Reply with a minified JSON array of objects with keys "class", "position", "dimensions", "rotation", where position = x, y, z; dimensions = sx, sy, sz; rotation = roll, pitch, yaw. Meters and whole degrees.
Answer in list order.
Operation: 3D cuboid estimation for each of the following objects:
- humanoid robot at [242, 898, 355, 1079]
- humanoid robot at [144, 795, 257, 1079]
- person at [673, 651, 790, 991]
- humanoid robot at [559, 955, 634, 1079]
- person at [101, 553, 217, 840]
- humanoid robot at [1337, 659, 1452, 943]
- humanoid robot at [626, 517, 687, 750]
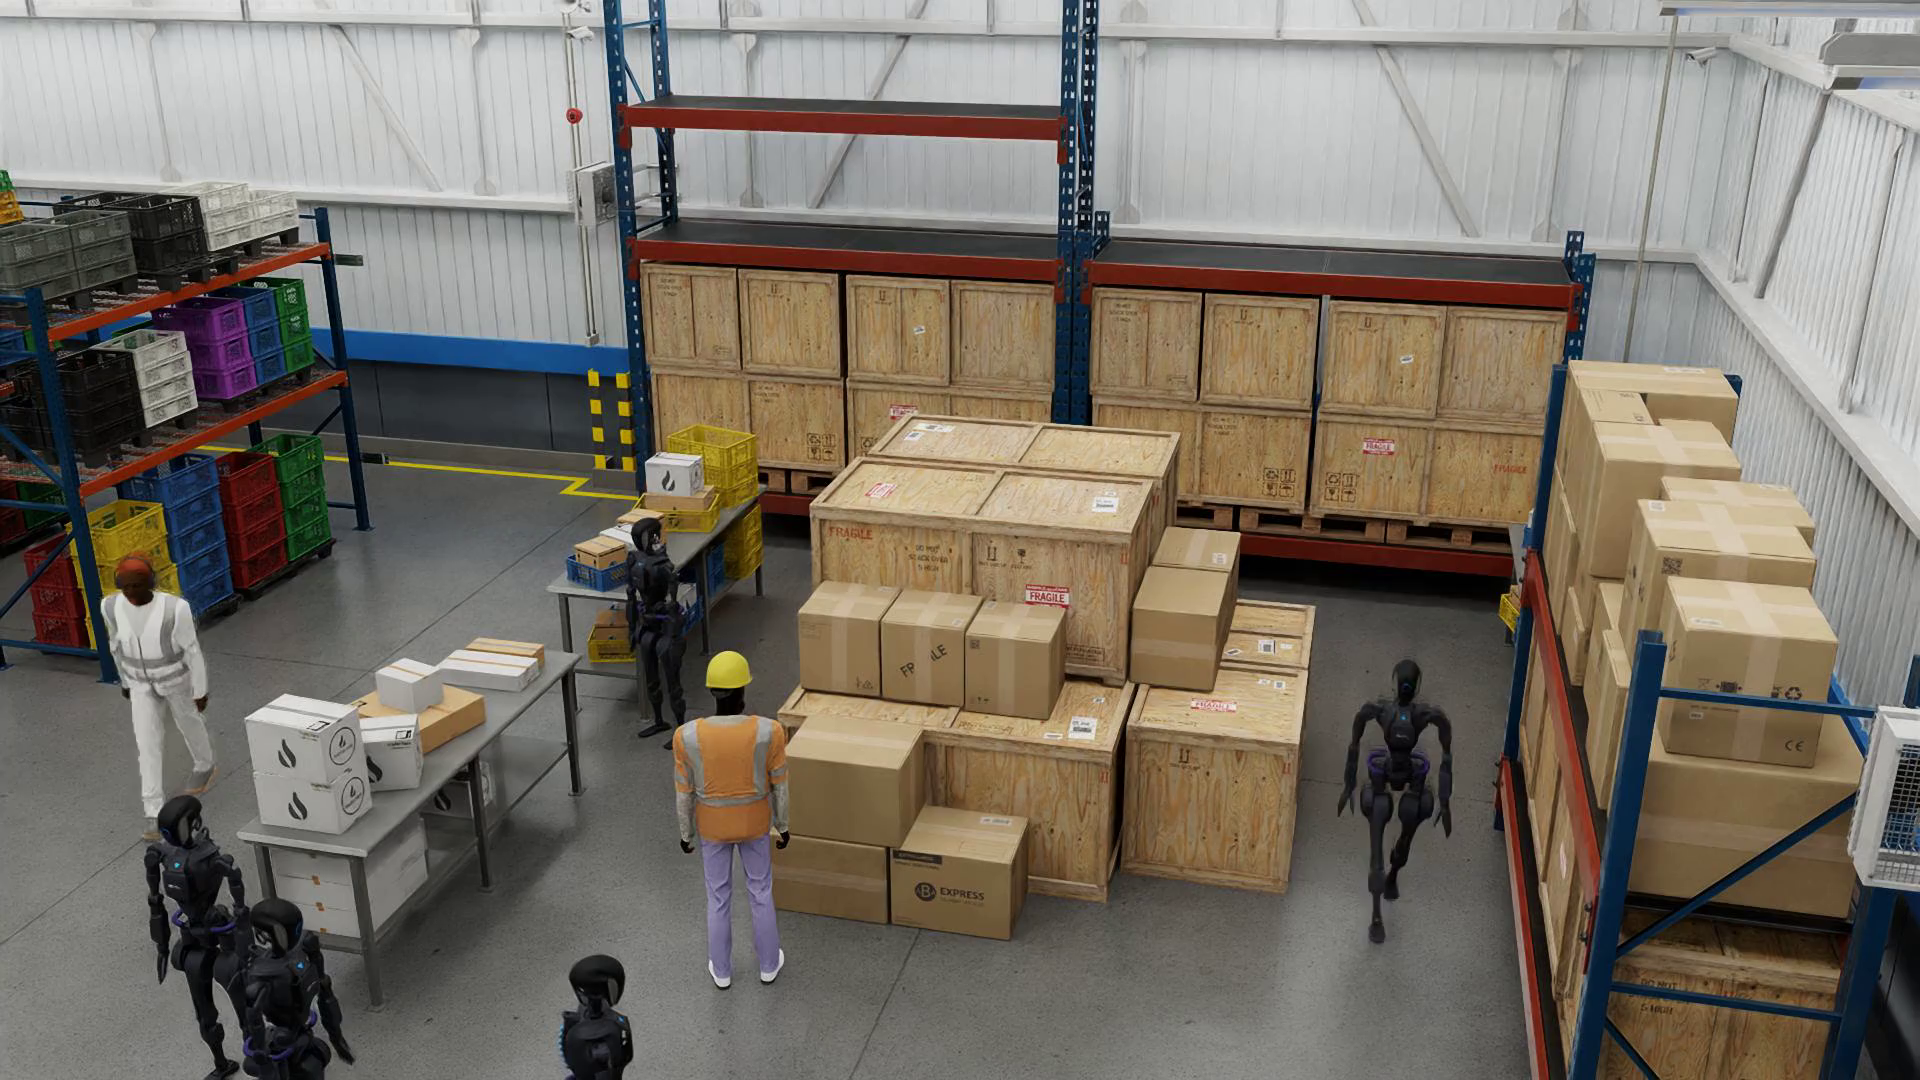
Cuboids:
[{"class":"humanoid robot","position":[-2.861,2.259,7.162],"dimensions":[0.340,1.650,0.567],"rotation":[3,21,8]},{"class":"humanoid robot","position":[-3.585,1.956,7.952],"dimensions":[0.581,1.652,0.319],"rotation":[6,22,14]},{"class":"person","position":[-1.200,1.493,8.829],"dimensions":[0.592,1.917,0.381],"rotation":[-3,21,-8]},{"class":"humanoid robot","position":[-1.447,2.405,6.781],"dimensions":[0.357,1.649,0.561],"rotation":[-6,22,-16]},{"class":"person","position":[-5.051,0.902,10.523],"dimensions":[0.596,1.820,0.931],"rotation":[-1,21,-2]},{"class":"humanoid robot","position":[2.474,1.426,9.419],"dimensions":[0.611,1.630,0.770],"rotation":[3,21,9]},{"class":"humanoid robot","position":[-2.082,0.633,11.415],"dimensions":[0.563,1.652,0.327],"rotation":[17,27,38]}]
